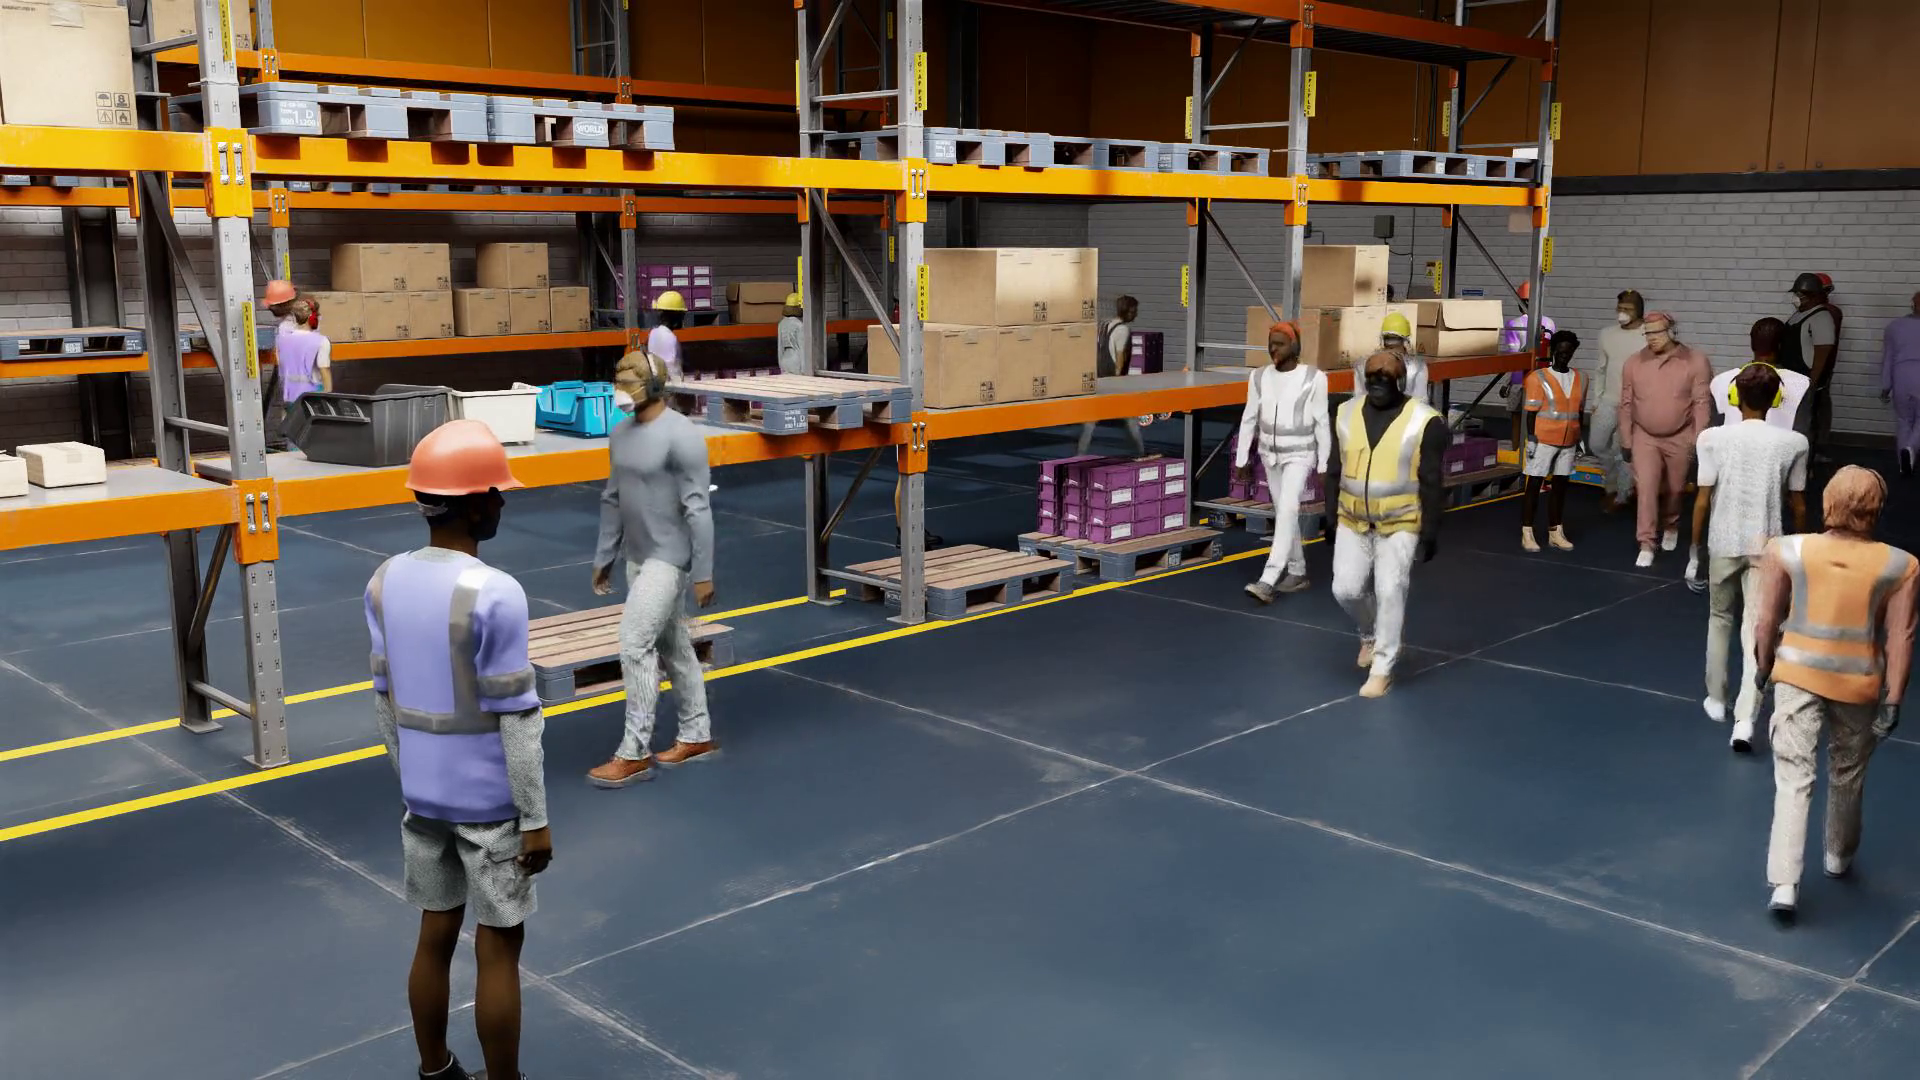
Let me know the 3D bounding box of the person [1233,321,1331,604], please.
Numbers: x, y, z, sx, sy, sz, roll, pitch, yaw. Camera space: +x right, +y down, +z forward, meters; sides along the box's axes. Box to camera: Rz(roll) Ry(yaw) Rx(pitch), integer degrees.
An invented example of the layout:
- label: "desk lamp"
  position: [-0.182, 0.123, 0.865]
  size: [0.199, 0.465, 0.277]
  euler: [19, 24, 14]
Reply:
- label: "person"
  position: [2.084, -0.510, 10.978]
  size: [0.600, 1.833, 0.954]
  euler: [10, 14, 43]

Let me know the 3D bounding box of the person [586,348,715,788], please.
- label: "person"
  position: [-1.442, 0.121, 7.330]
  size: [0.819, 1.906, 0.647]
  euler: [-8, 13, -38]

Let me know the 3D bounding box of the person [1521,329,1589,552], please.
- label: "person"
  position: [4.534, -0.753, 12.682]
  size: [0.535, 1.699, 0.322]
  euler: [-3, 11, -14]

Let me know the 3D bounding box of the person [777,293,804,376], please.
- label: "person"
  position: [-1.920, -2.004, 19.381]
  size: [0.321, 1.742, 0.492]
  euler: [-9, 14, -41]

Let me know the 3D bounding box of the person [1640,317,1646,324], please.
- label: "person"
  position: [6.582, -1.388, 16.322]
  size: [0.285, 1.633, 0.497]
  euler: [1, 10, 7]

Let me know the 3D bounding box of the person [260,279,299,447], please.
- label: "person"
  position: [-6.064, -1.410, 15.435]
  size: [0.663, 2.010, 0.740]
  euler: [-1, 10, -5]

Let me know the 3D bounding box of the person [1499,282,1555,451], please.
- label: "person"
  position: [5.710, -1.631, 16.816]
  size: [0.542, 1.939, 0.365]
  euler: [-3, 11, -15]

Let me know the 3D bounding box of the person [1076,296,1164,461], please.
- label: "person"
  position: [1.618, -1.651, 17.400]
  size: [0.906, 1.788, 0.584]
  euler: [-5, 11, -24]

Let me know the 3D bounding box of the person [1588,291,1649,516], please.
- label: "person"
  position: [5.698, -1.164, 14.291]
  size: [0.434, 1.928, 0.652]
  euler: [-7, 13, -34]

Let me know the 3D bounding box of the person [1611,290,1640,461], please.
- label: "person"
  position: [6.971, -1.683, 17.397]
  size: [0.470, 1.834, 0.669]
  euler: [-4, 11, -21]

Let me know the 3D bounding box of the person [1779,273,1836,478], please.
- label: "person"
  position: [8.339, -1.636, 16.563]
  size: [0.537, 2.000, 0.683]
  euler: [1, 10, 3]

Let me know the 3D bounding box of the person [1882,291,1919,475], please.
- label: "person"
  position: [9.507, -1.554, 16.543]
  size: [0.720, 1.883, 0.654]
  euler: [-10, 14, -43]

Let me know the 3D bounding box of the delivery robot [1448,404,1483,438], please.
- label: "delivery robot"
  position: [5.430, -1.255, 18.284]
  size: [0.477, 0.478, 0.707]
  euler: [-3, 11, -16]

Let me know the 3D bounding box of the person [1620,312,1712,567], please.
- label: "person"
  position: [5.253, -0.771, 12.408]
  size: [0.649, 1.865, 0.967]
  euler: [5, 12, 27]

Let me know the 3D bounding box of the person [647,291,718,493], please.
- label: "person"
  position: [-2.552, -1.309, 15.167]
  size: [0.858, 1.889, 0.604]
  euler: [-4, 11, -19]

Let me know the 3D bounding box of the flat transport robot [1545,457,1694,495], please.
- label: "flat transport robot"
  position: [6.197, -0.629, 15.903]
  size: [0.652, 0.197, 1.431]
  euler: [-6, 12, -28]

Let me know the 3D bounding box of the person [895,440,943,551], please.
- label: "person"
  position: [-0.321, -0.886, 12.779]
  size: [0.366, 1.930, 0.542]
  euler: [4, 11, 20]

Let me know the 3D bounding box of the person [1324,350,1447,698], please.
- label: "person"
  position: [2.228, -0.096, 8.764]
  size: [0.656, 1.824, 0.508]
  euler: [7, 13, 35]

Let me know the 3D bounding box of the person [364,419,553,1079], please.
- label: "person"
  position: [-1.278, 0.652, 4.373]
  size: [0.548, 1.938, 0.358]
  euler: [6, 12, 31]

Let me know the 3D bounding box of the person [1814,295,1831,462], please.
- label: "person"
  position: [8.784, -1.686, 17.469]
  size: [0.977, 1.820, 0.563]
  euler: [-2, 11, -10]

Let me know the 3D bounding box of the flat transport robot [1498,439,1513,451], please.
- label: "flat transport robot"
  position: [5.764, -0.883, 17.290]
  size: [0.652, 0.197, 1.431]
  euler: [-3, 11, -14]

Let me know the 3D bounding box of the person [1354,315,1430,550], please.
- label: "person"
  position: [3.307, -0.795, 12.679]
  size: [0.610, 1.800, 0.726]
  euler: [7, 13, 35]

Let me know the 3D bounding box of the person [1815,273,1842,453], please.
- label: "person"
  position: [9.400, -1.932, 18.303]
  size: [0.612, 1.994, 0.395]
  euler: [-6, 12, -28]

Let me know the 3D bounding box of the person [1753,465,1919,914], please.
- label: "person"
  position: [3.126, 0.528, 5.990]
  size: [0.516, 1.595, 0.868]
  euler: [5, 12, 27]

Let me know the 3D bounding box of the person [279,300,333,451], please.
- label: "person"
  position: [-5.745, -1.231, 14.907]
  size: [0.602, 1.831, 0.605]
  euler: [5, 11, 24]

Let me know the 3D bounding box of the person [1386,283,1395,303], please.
- label: "person"
  position: [4.417, -1.673, 17.072]
  size: [0.822, 1.940, 0.607]
  euler: [-8, 13, -36]

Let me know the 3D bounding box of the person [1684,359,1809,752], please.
- label: "person"
  position: [3.752, 0.059, 7.922]
  size: [0.540, 1.832, 0.968]
  euler: [4, 11, 20]

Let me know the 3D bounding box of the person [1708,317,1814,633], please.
- label: "person"
  position: [4.817, -0.382, 10.059]
  size: [0.593, 1.921, 0.391]
  euler: [8, 13, 38]
